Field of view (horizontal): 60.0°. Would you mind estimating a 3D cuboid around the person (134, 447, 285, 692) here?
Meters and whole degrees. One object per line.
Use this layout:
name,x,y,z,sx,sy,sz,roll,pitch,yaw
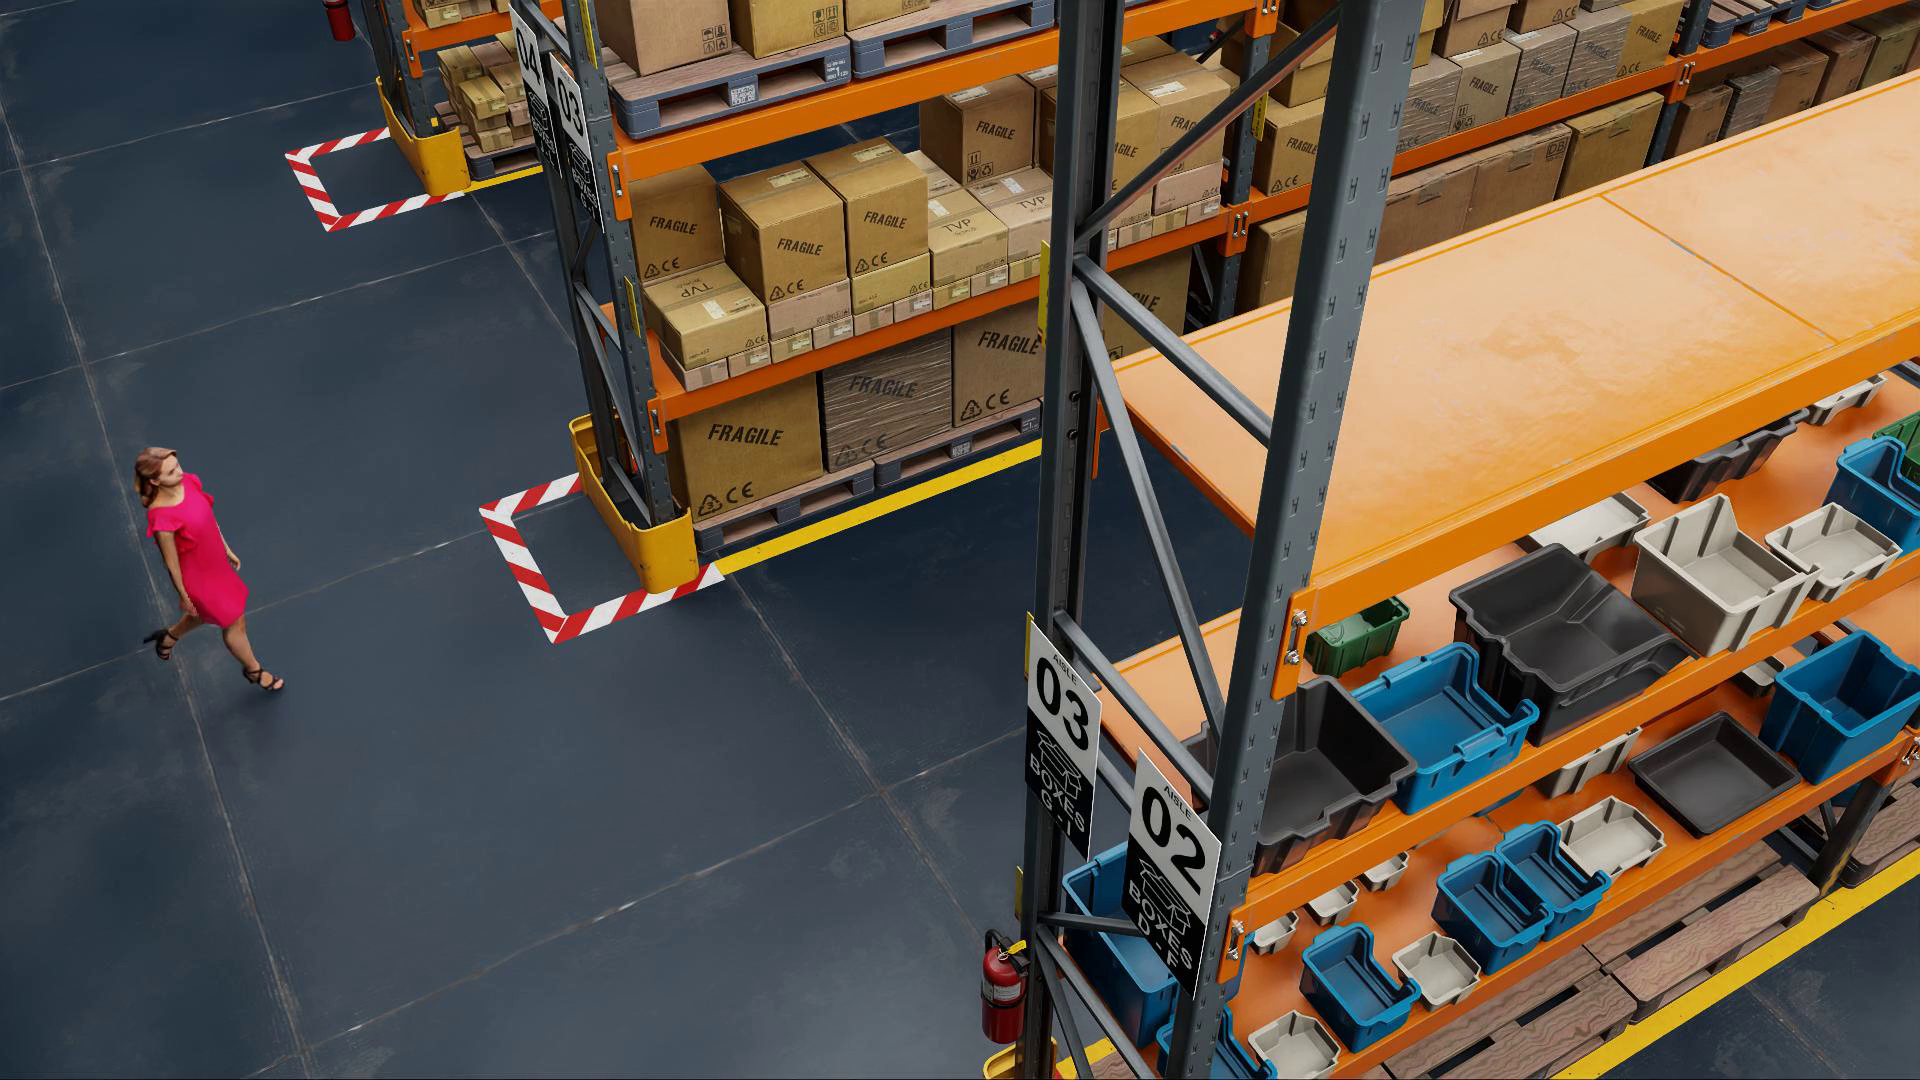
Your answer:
person,-4.040,0.164,8.687,1.022,1.705,0.857,0,43,0
